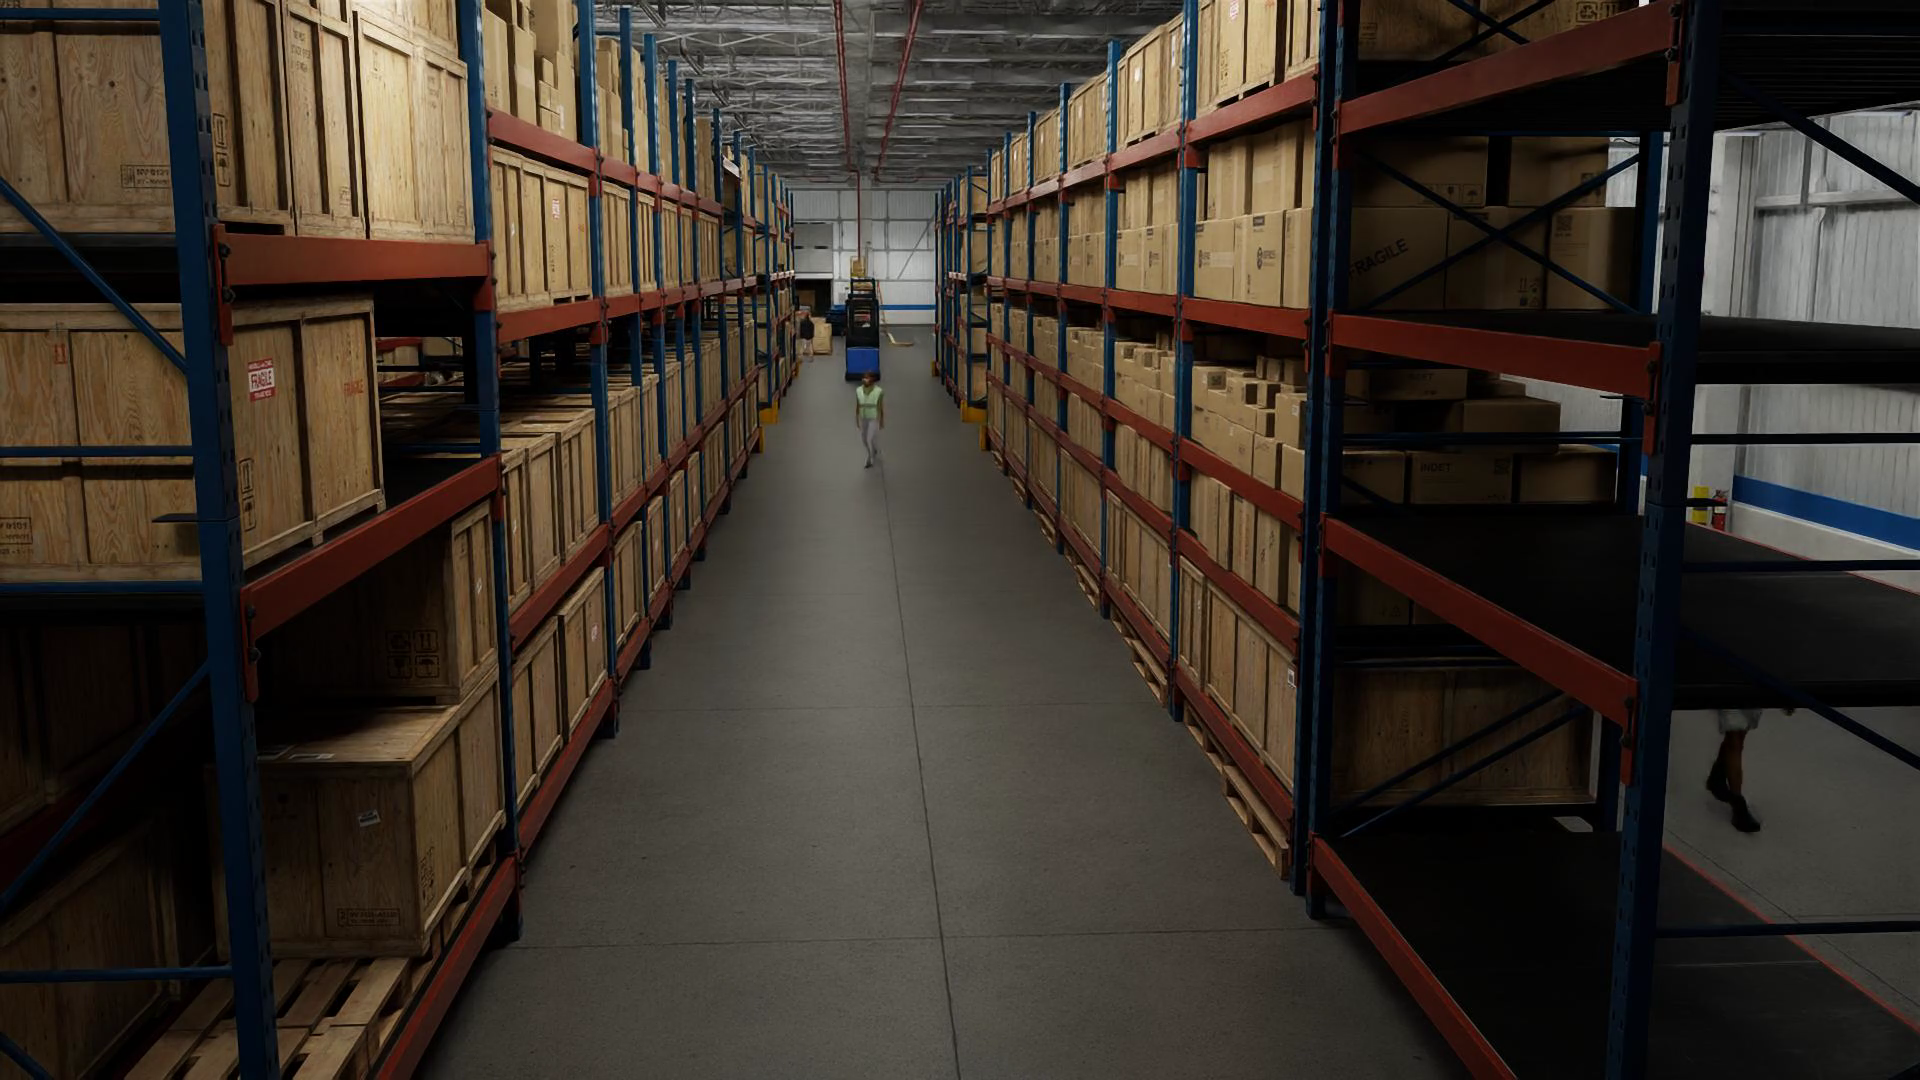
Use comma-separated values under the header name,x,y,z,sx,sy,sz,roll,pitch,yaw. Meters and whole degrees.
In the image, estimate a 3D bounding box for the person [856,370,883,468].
name,x,y,z,sx,sy,sz,roll,pitch,yaw
person,-1.680,-2.273,31.190,0.565,1.830,0.578,4,10,24

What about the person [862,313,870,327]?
name,x,y,z,sx,sy,sz,roll,pitch,yaw
person,-3.403,-7.528,62.249,0.367,1.935,0.549,6,11,32

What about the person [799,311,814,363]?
name,x,y,z,sx,sy,sz,roll,pitch,yaw
person,-5.870,-7.728,63.393,0.621,1.965,0.915,4,10,21

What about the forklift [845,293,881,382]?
name,x,y,z,sx,sy,sz,roll,pitch,yaw
forklift,-3.133,-6.515,53.387,1.129,2.768,1.873,-1,10,-4

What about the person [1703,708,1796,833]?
name,x,y,z,sx,sy,sz,roll,pitch,yaw
person,5.409,0.994,11.528,0.560,1.891,1.007,0,10,-2

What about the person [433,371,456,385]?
name,x,y,z,sx,sy,sz,roll,pitch,yaw
person,-10.371,-2.680,33.816,0.679,1.780,0.983,-8,13,-40

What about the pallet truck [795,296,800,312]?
name,x,y,z,sx,sy,sz,roll,pitch,yaw
pallet truck,-8.622,-12.439,91.403,1.885,1.965,0.823,2,10,13

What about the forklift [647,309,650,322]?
name,x,y,z,sx,sy,sz,roll,pitch,yaw
forklift,-9.230,-5.946,49.986,1.873,2.768,1.129,-4,10,-22
